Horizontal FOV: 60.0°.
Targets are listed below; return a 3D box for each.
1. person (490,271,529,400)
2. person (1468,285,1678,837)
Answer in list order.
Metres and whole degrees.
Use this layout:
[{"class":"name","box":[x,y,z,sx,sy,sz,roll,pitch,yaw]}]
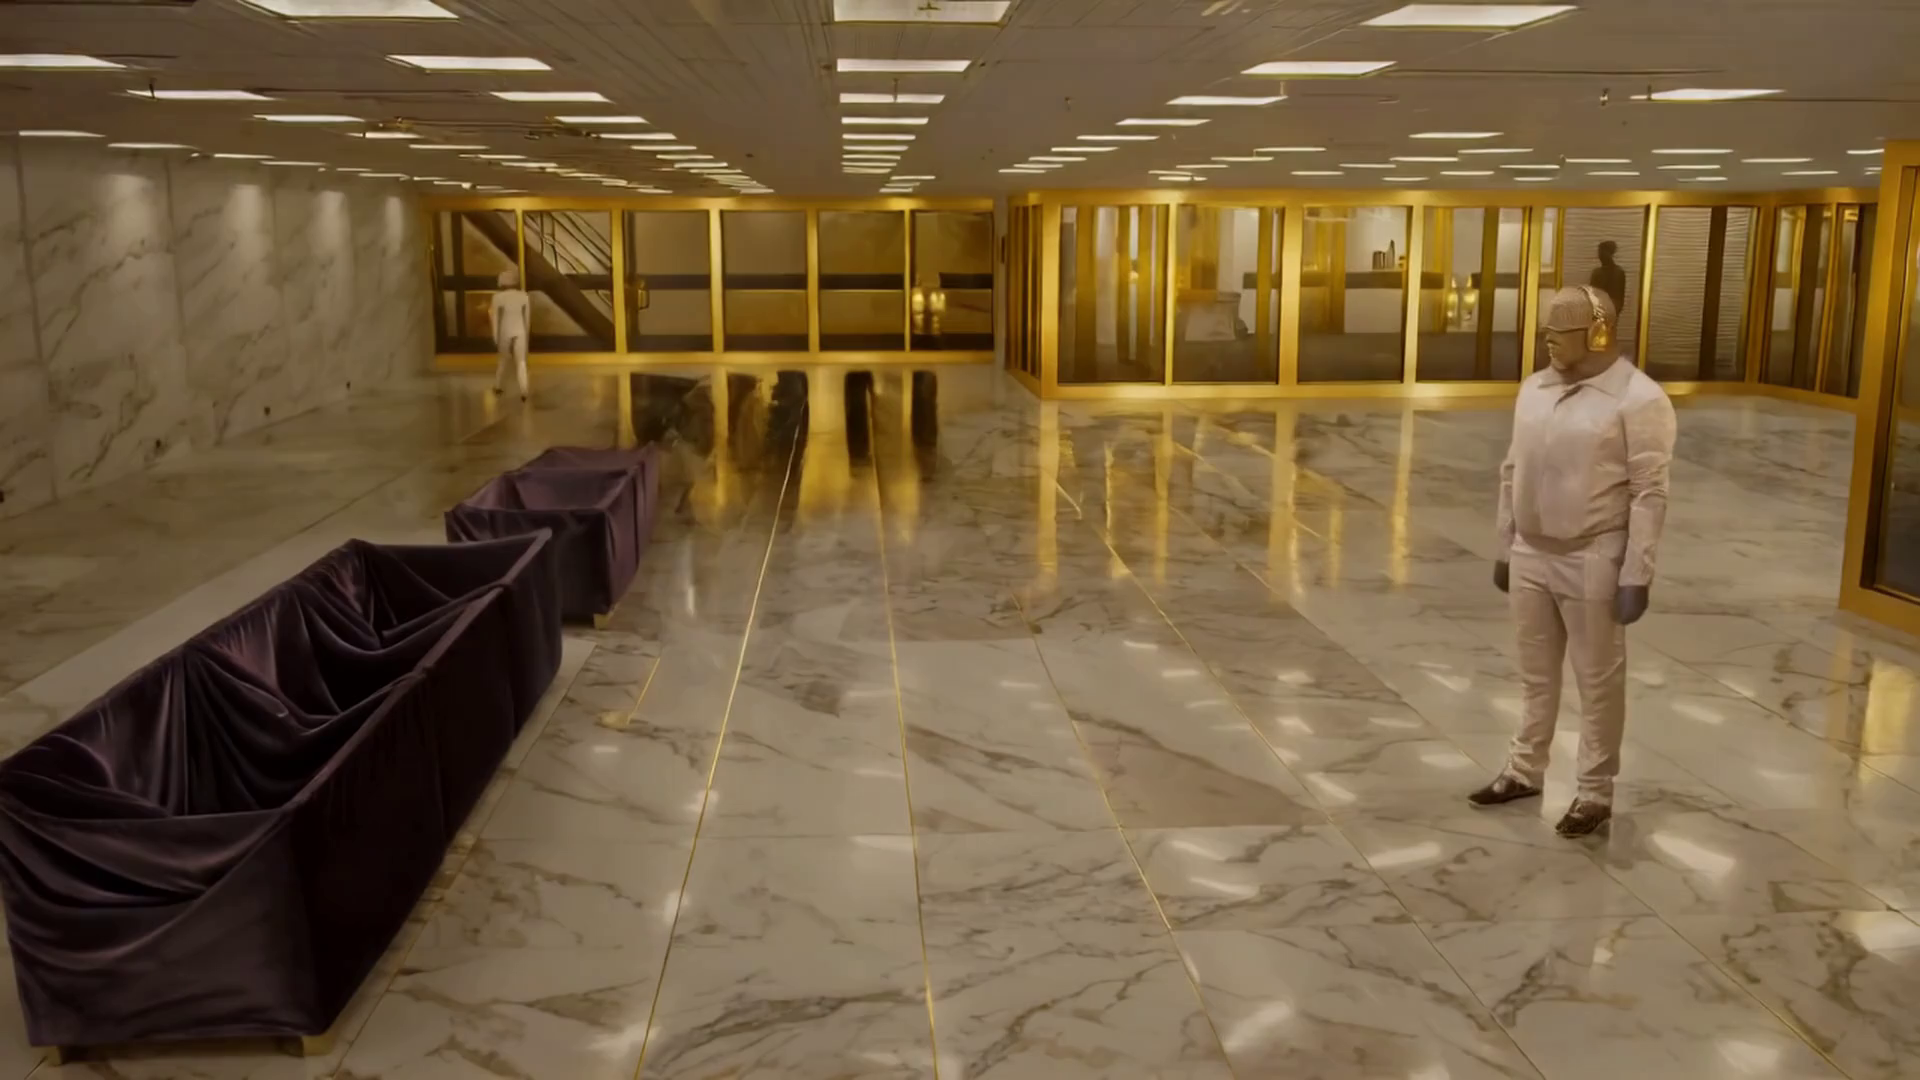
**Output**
[{"class":"person","box":[-5.663,-2.573,20.917,0.503,1.594,0.841,-6,12,-29]},{"class":"person","box":[2.122,0.073,5.810,0.402,1.904,0.639,-6,12,-30]}]
